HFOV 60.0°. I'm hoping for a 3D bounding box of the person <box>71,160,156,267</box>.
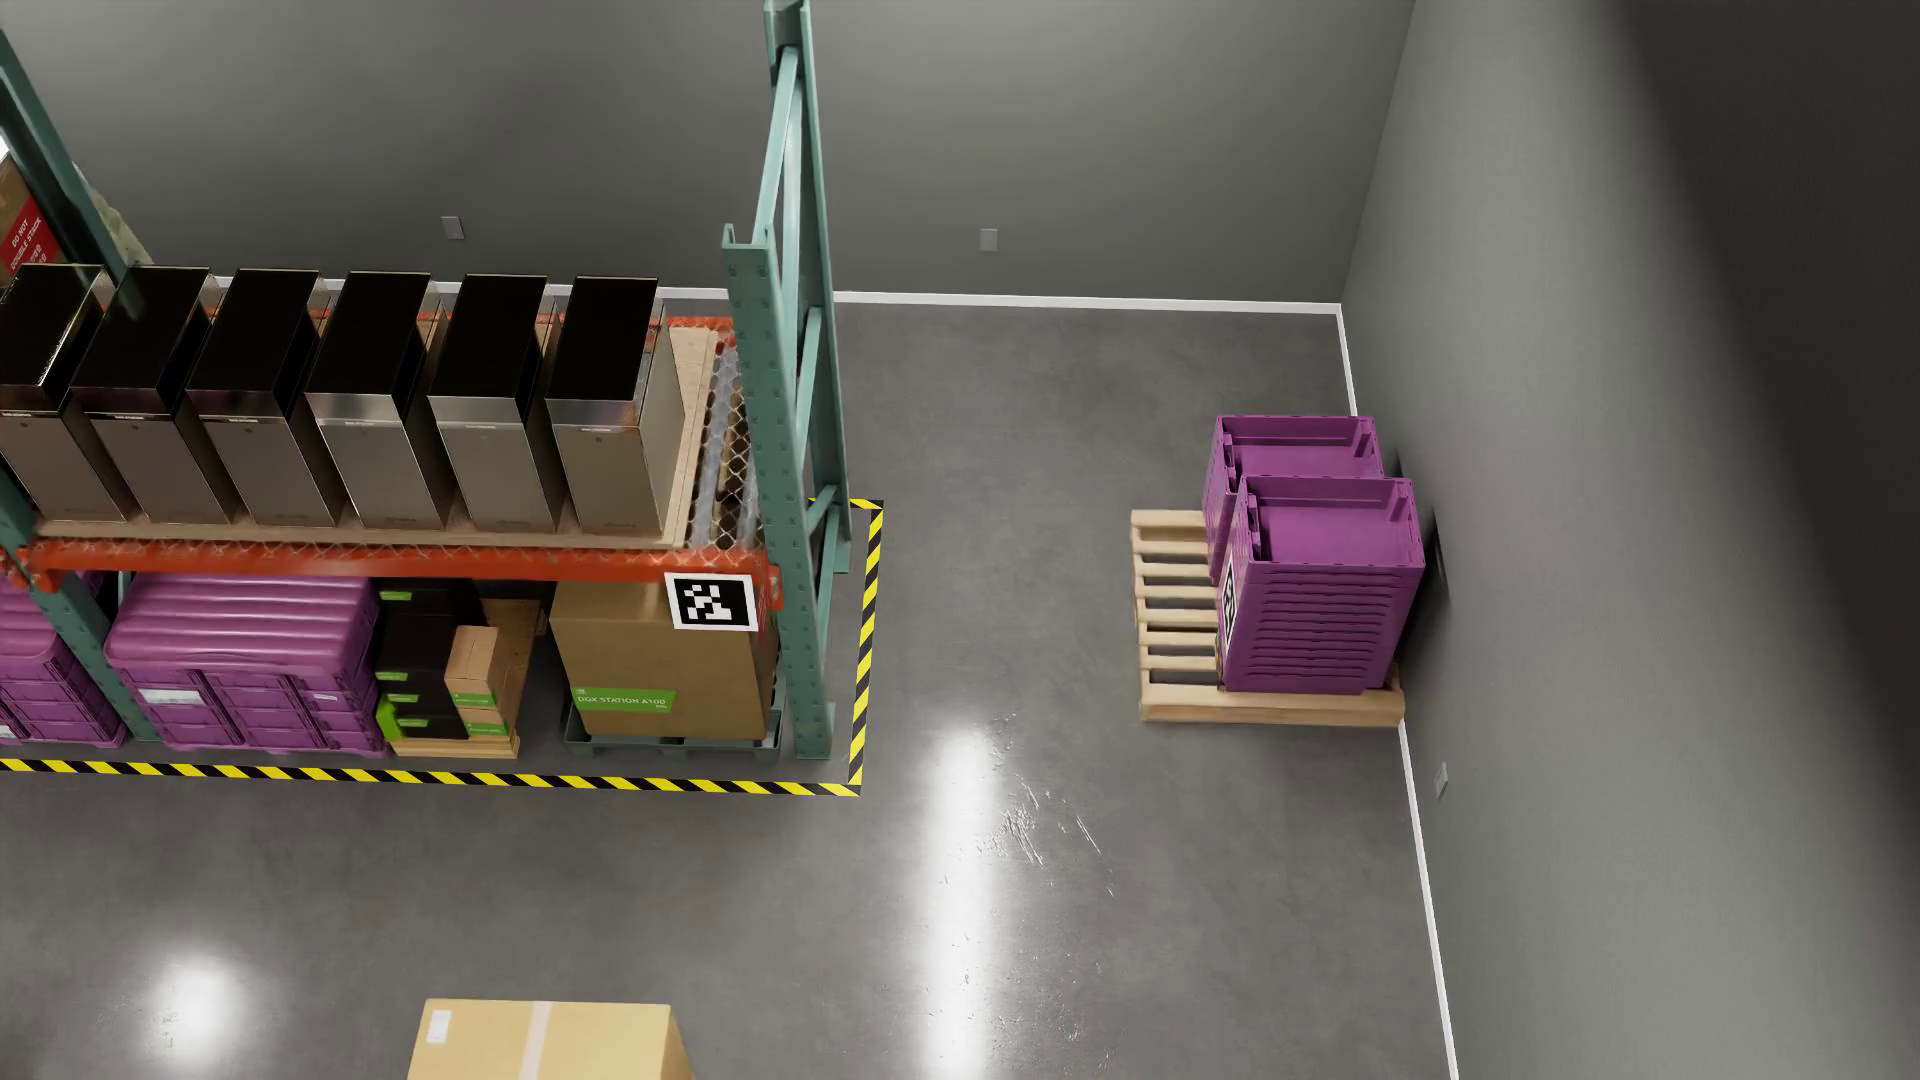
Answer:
[{"bbox_3d":[-3.459,-0.916,6.508,0.869,1.797,0.587,0,52,0],"label":"person"}]
